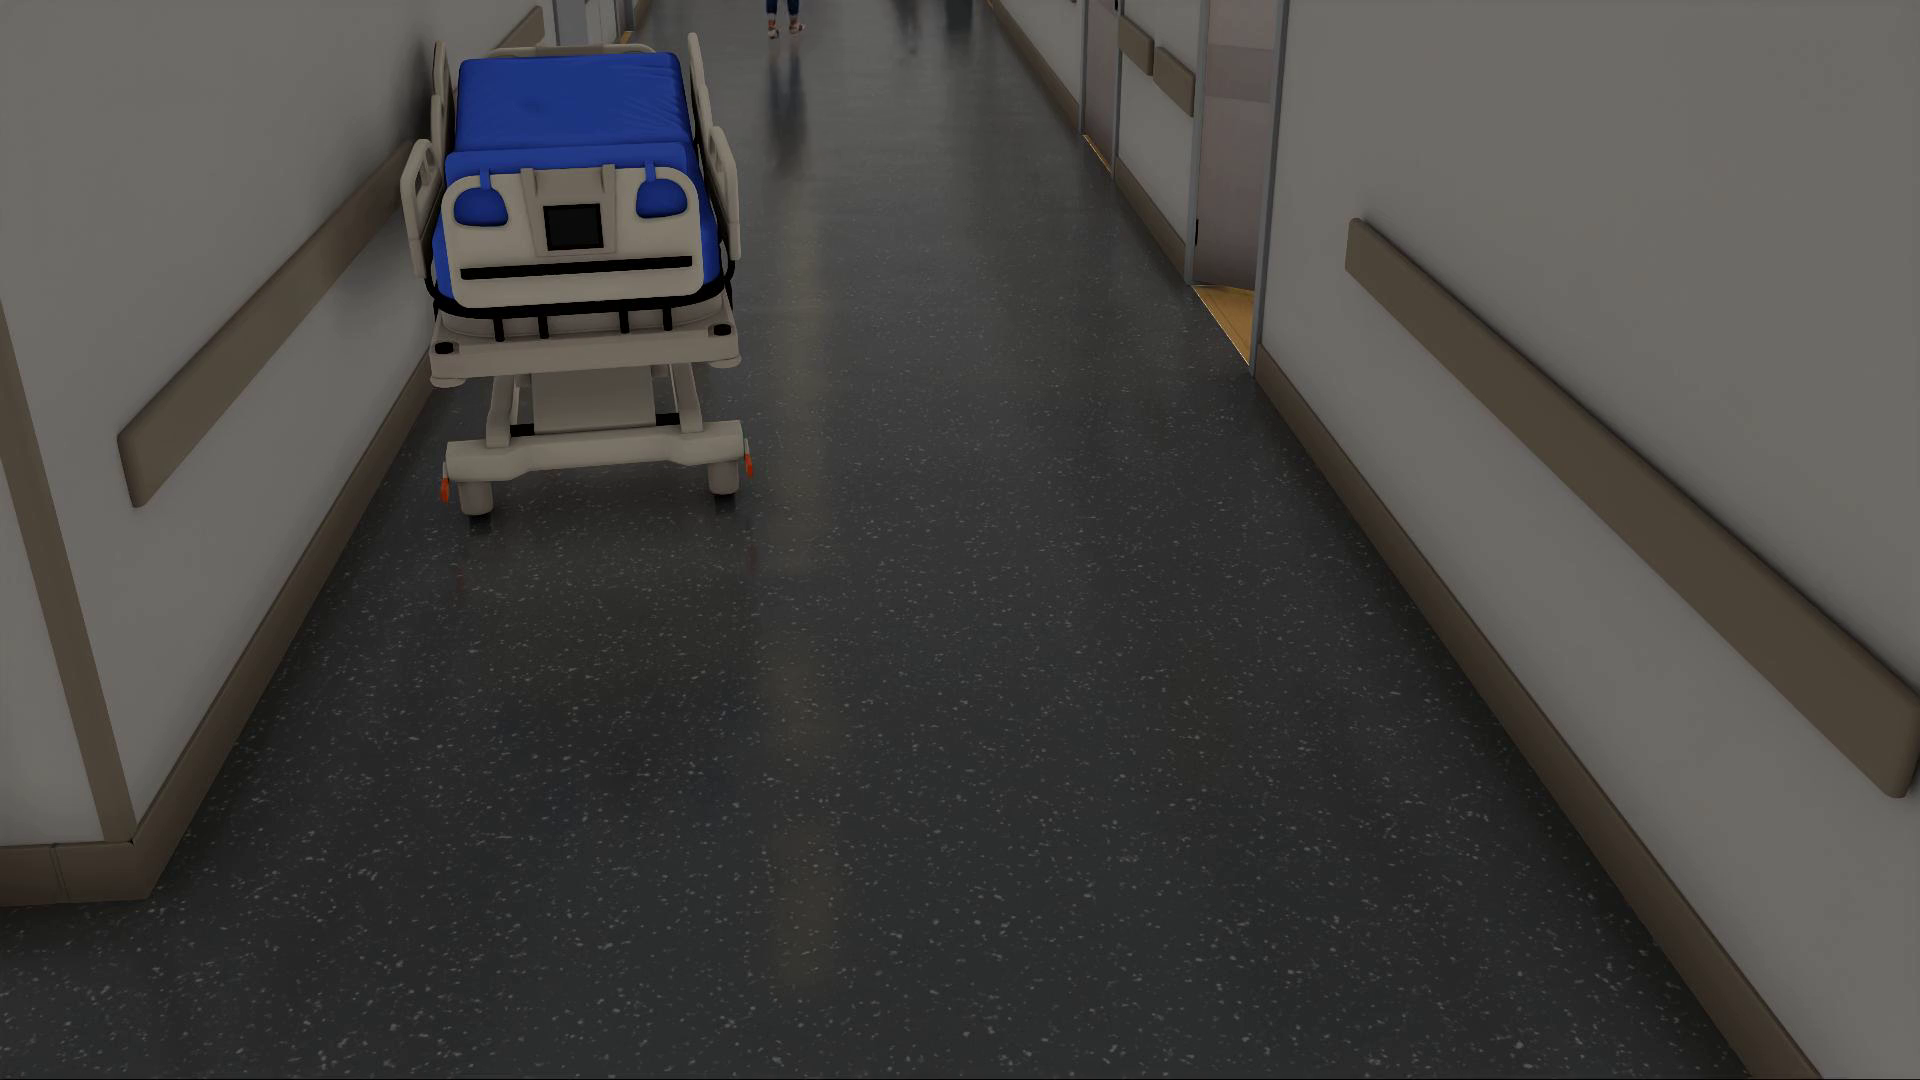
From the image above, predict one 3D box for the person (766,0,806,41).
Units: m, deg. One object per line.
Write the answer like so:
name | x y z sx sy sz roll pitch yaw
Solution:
person | -1.605 -5.137 14.646 0.952 1.450 0.795 5 26 9
